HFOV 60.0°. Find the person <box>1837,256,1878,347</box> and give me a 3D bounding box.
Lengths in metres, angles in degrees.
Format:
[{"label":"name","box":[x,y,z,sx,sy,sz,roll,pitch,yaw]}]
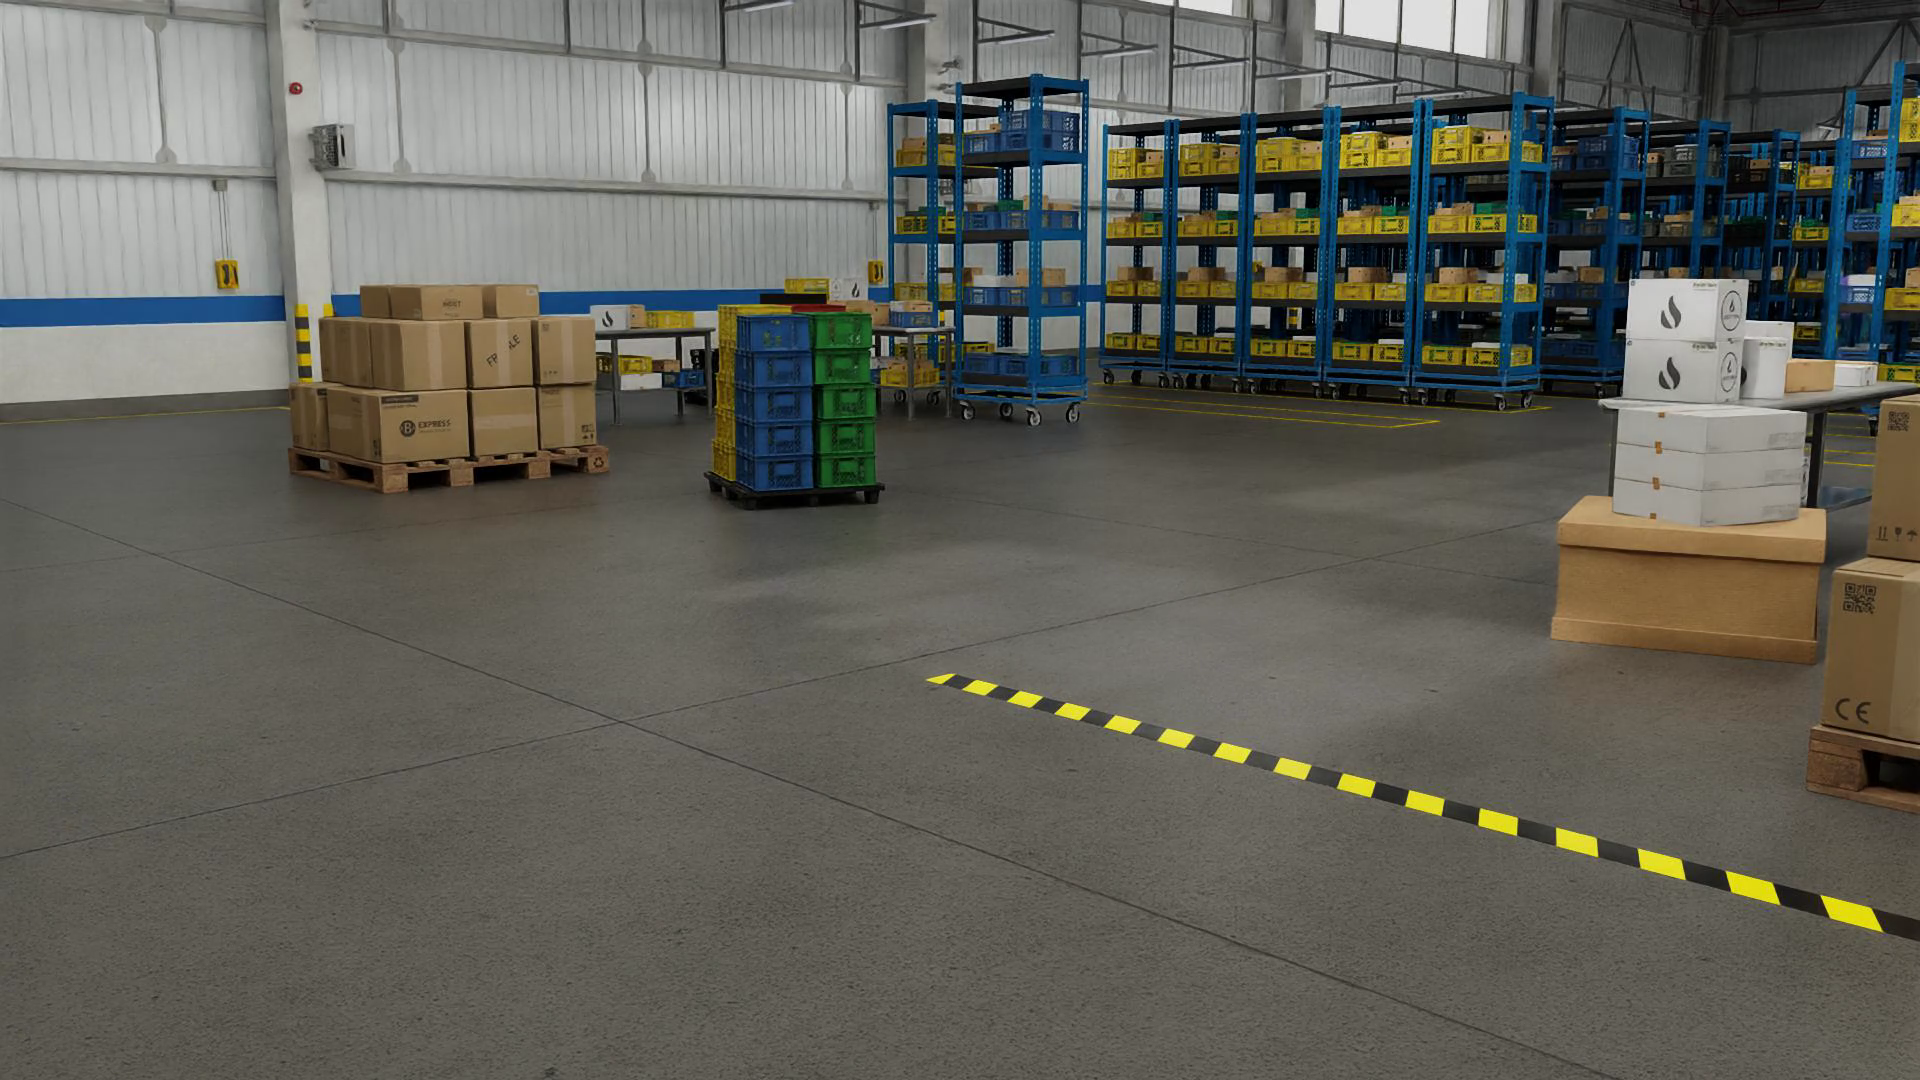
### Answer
[{"label":"person","box":[13.023,-3.222,24.177,0.745,1.820,0.580,-8,12,-40]}]
